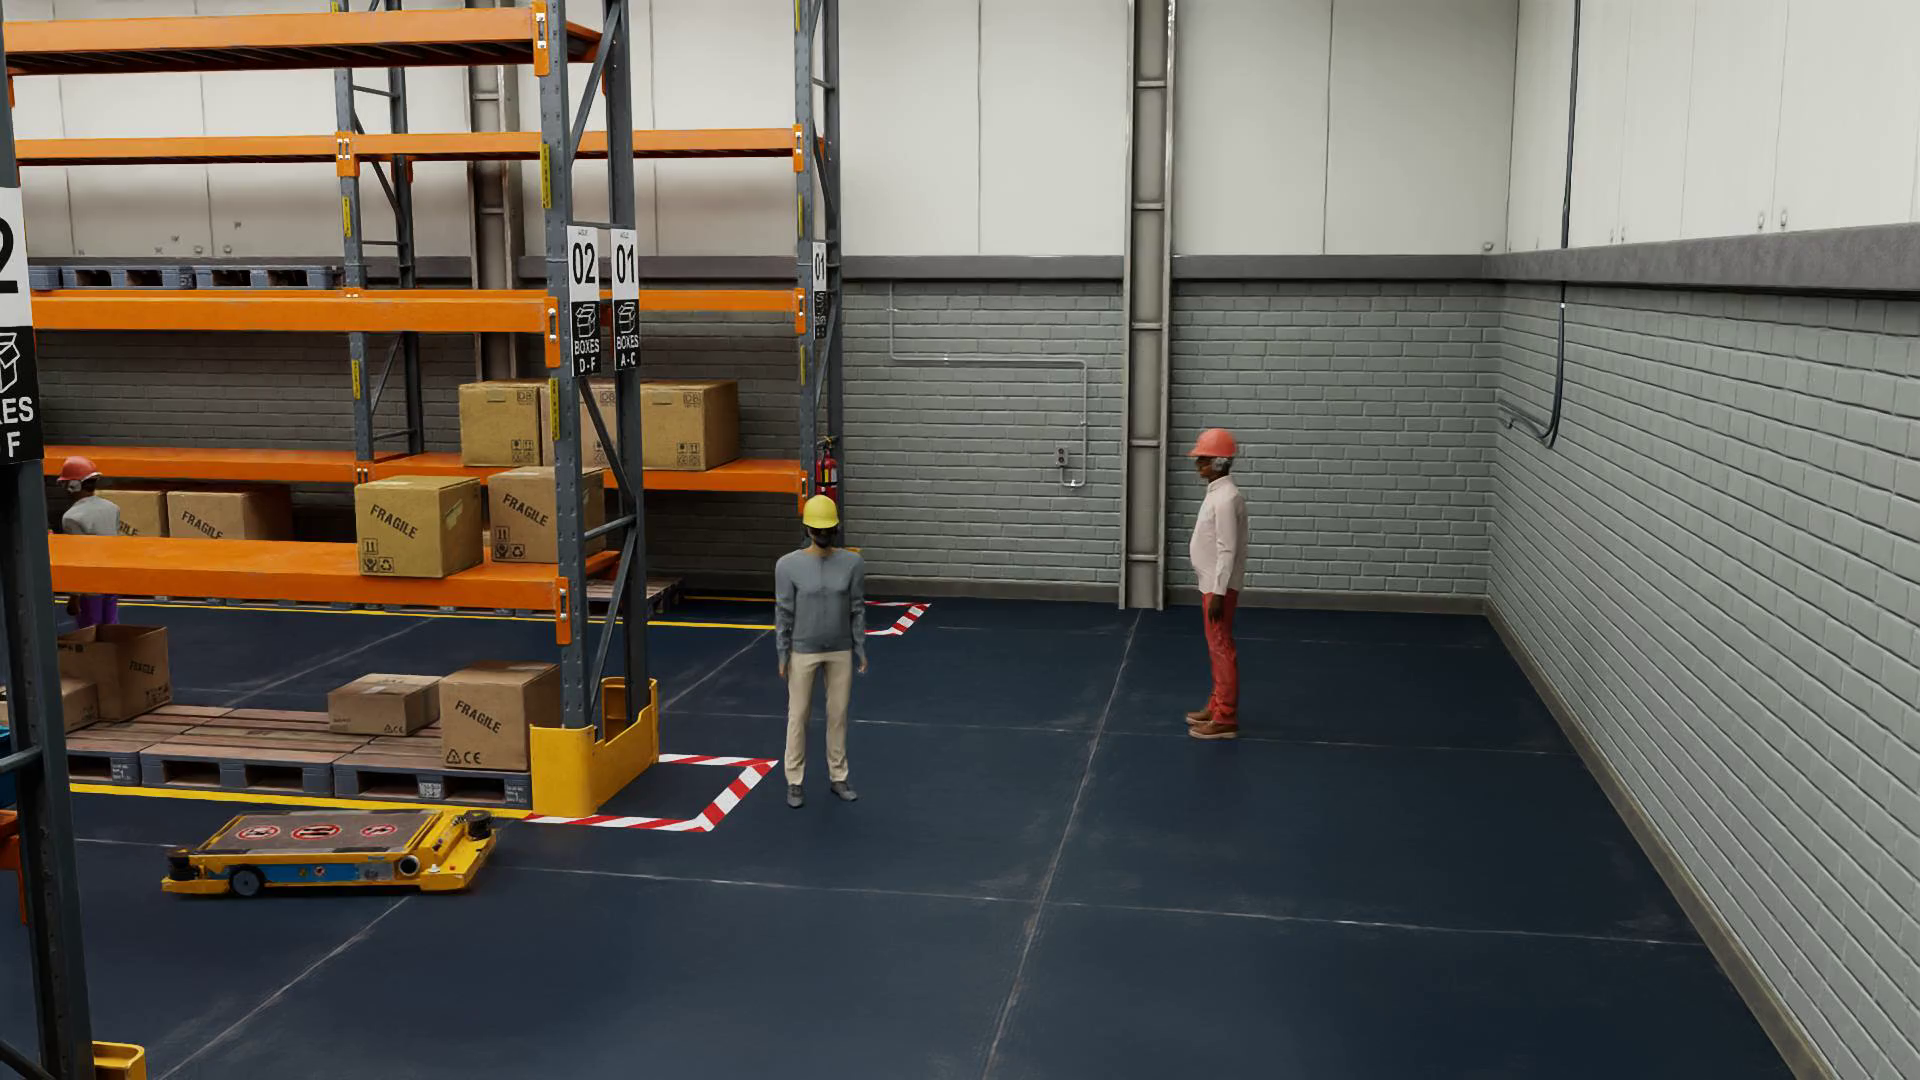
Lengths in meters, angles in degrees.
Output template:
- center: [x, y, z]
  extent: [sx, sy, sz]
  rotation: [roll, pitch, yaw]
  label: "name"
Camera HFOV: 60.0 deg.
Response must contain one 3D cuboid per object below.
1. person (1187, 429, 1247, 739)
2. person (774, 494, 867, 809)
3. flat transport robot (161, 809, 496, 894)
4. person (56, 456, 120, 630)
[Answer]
- center: [1.638, 0.281, 10.716]
  extent: [0.398, 1.987, 0.625]
  rotation: [1, 9, 4]
  label: "person"
- center: [-0.773, 0.619, 9.299]
  extent: [0.532, 1.766, 0.326]
  rotation: [-3, 10, -20]
  label: "person"
- center: [-3.099, 1.533, 8.245]
  extent: [1.431, 0.197, 0.652]
  rotation: [0, 9, -3]
  label: "flat transport robot"
- center: [-5.934, 0.296, 11.336]
  extent: [0.342, 1.748, 0.573]
  rotation: [0, 9, 2]
  label: "person"
